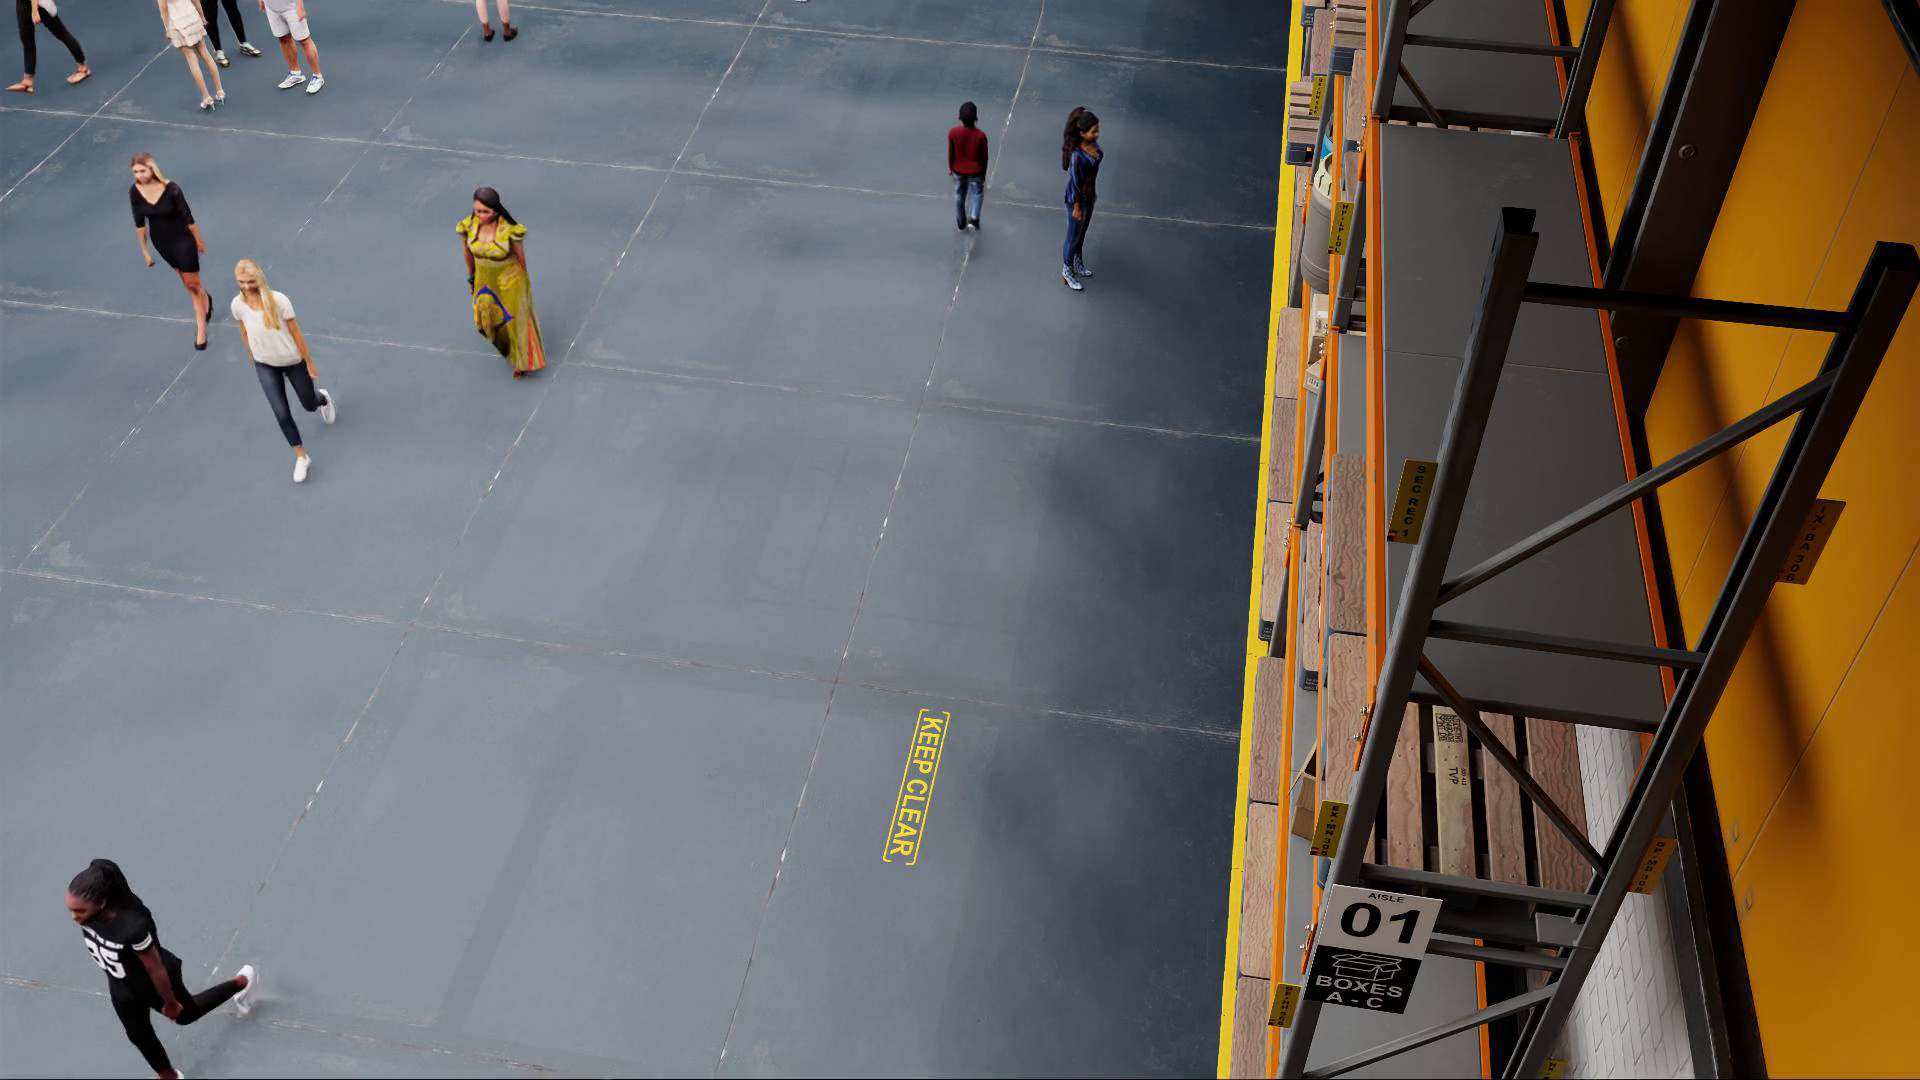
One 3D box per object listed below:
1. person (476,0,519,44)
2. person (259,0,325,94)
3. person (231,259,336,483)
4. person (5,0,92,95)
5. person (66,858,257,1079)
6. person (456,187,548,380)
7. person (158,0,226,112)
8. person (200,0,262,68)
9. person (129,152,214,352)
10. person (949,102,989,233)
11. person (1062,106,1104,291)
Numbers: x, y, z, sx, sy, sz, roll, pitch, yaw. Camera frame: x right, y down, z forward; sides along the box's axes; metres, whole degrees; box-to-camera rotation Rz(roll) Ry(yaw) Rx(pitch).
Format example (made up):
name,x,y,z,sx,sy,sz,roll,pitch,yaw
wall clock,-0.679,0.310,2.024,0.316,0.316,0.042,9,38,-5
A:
name,x,y,z,sx,sy,sz,roll,pitch,yaw
person,-4.897,-5.964,17.079,0.656,1.719,0.569,0,44,0
person,-6.633,-5.300,16.288,0.712,1.848,0.620,13,45,14
person,-4.924,-1.325,12.158,0.770,1.791,1.065,-2,44,-2
person,-9.000,-5.310,16.338,0.939,1.794,1.161,26,50,25
person,-4.104,2.193,8.528,0.726,1.704,1.128,14,45,14
person,-3.594,-2.084,13.066,0.784,1.648,0.947,1,44,2
person,-7.473,-4.977,16.032,0.725,1.734,0.615,28,50,27
person,-7.521,-5.666,16.706,0.707,1.802,0.786,-30,51,-28
person,-6.301,-2.426,13.420,0.709,1.644,1.004,-2,44,-2
person,0.061,-3.220,14.542,0.509,1.246,0.561,5,44,5
person,1.009,-2.852,13.889,0.723,1.614,0.578,19,47,19
